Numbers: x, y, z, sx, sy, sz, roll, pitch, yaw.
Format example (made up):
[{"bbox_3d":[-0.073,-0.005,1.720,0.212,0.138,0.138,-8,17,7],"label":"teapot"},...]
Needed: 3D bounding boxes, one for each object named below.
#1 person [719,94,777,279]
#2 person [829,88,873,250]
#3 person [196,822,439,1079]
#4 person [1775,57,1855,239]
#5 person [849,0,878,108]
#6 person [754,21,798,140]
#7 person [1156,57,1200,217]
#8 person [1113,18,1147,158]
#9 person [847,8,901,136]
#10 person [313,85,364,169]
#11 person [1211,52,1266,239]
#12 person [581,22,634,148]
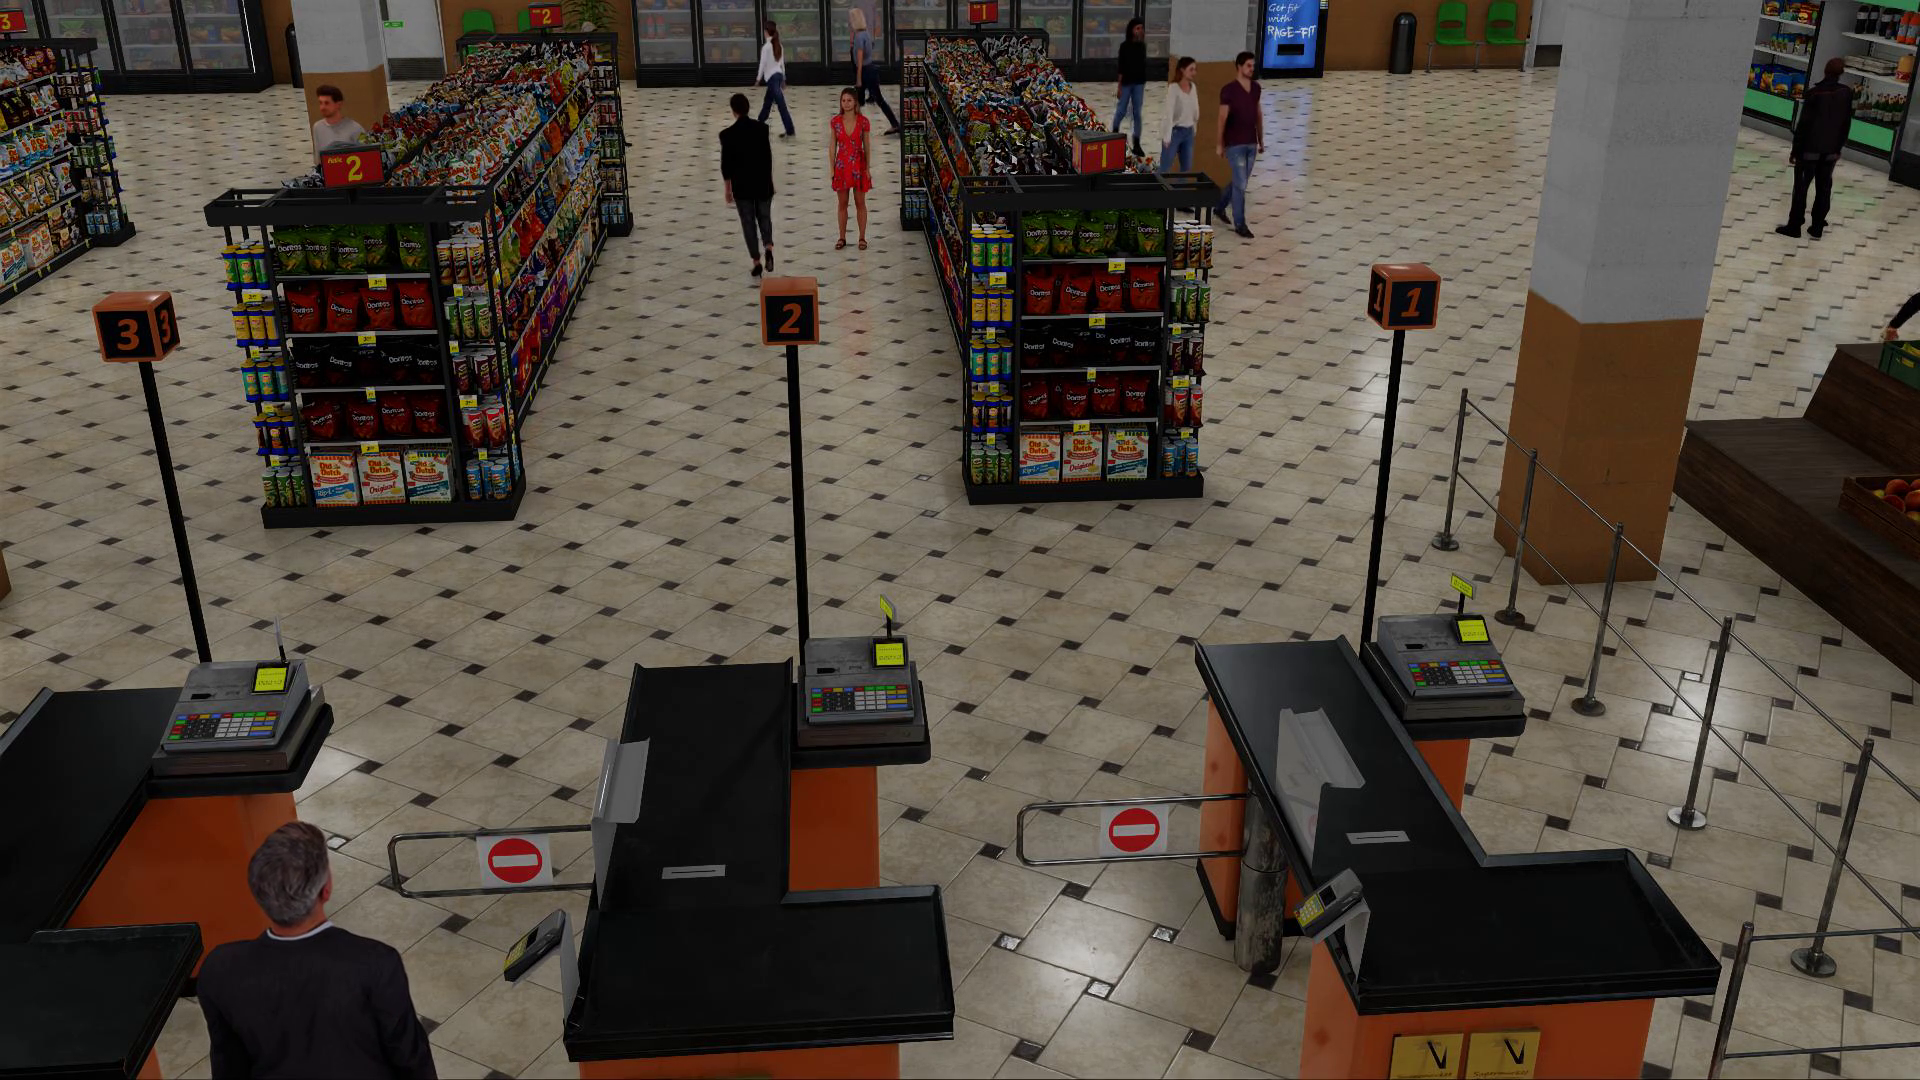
[{"bbox_3d":[-1.922,-3.267,15.501,0.782,1.693,0.854,-8,25,-19],"label":"person"},{"bbox_3d":[-1.085,-3.719,16.660,0.607,1.593,0.586,2,24,4],"label":"person"},{"bbox_3d":[-1.618,1.533,4.346,0.705,1.842,0.585,-1,24,-3],"label":"person"},{"bbox_3d":[8.826,-4.033,17.085,0.714,1.826,0.617,0,24,1],"label":"person"},{"bbox_3d":[-1.446,-7.440,24.848,0.772,1.844,0.729,21,31,39],"label":"person"},{"bbox_3d":[-2.416,-6.089,22.180,0.978,1.508,1.027,14,27,28],"label":"person"},{"bbox_3d":[2.300,-4.378,18.071,0.985,1.668,1.109,-16,28,-33],"label":"person"},{"bbox_3d":[2.146,-5.773,21.276,0.691,1.655,1.184,-5,24,-12],"label":"person"},{"bbox_3d":[-1.153,-6.232,22.318,0.758,1.659,1.111,1,24,3],"label":"person"},{"bbox_3d":[-5.496,-3.111,14.885,0.713,1.901,0.628,2,24,6],"label":"person"},{"bbox_3d":[2.875,-4.150,17.346,0.981,1.831,1.165,-14,27,-30],"label":"person"},{"bbox_3d":[-4.808,-5.832,21.472,0.832,1.606,1.098,2,24,4],"label":"person"}]
